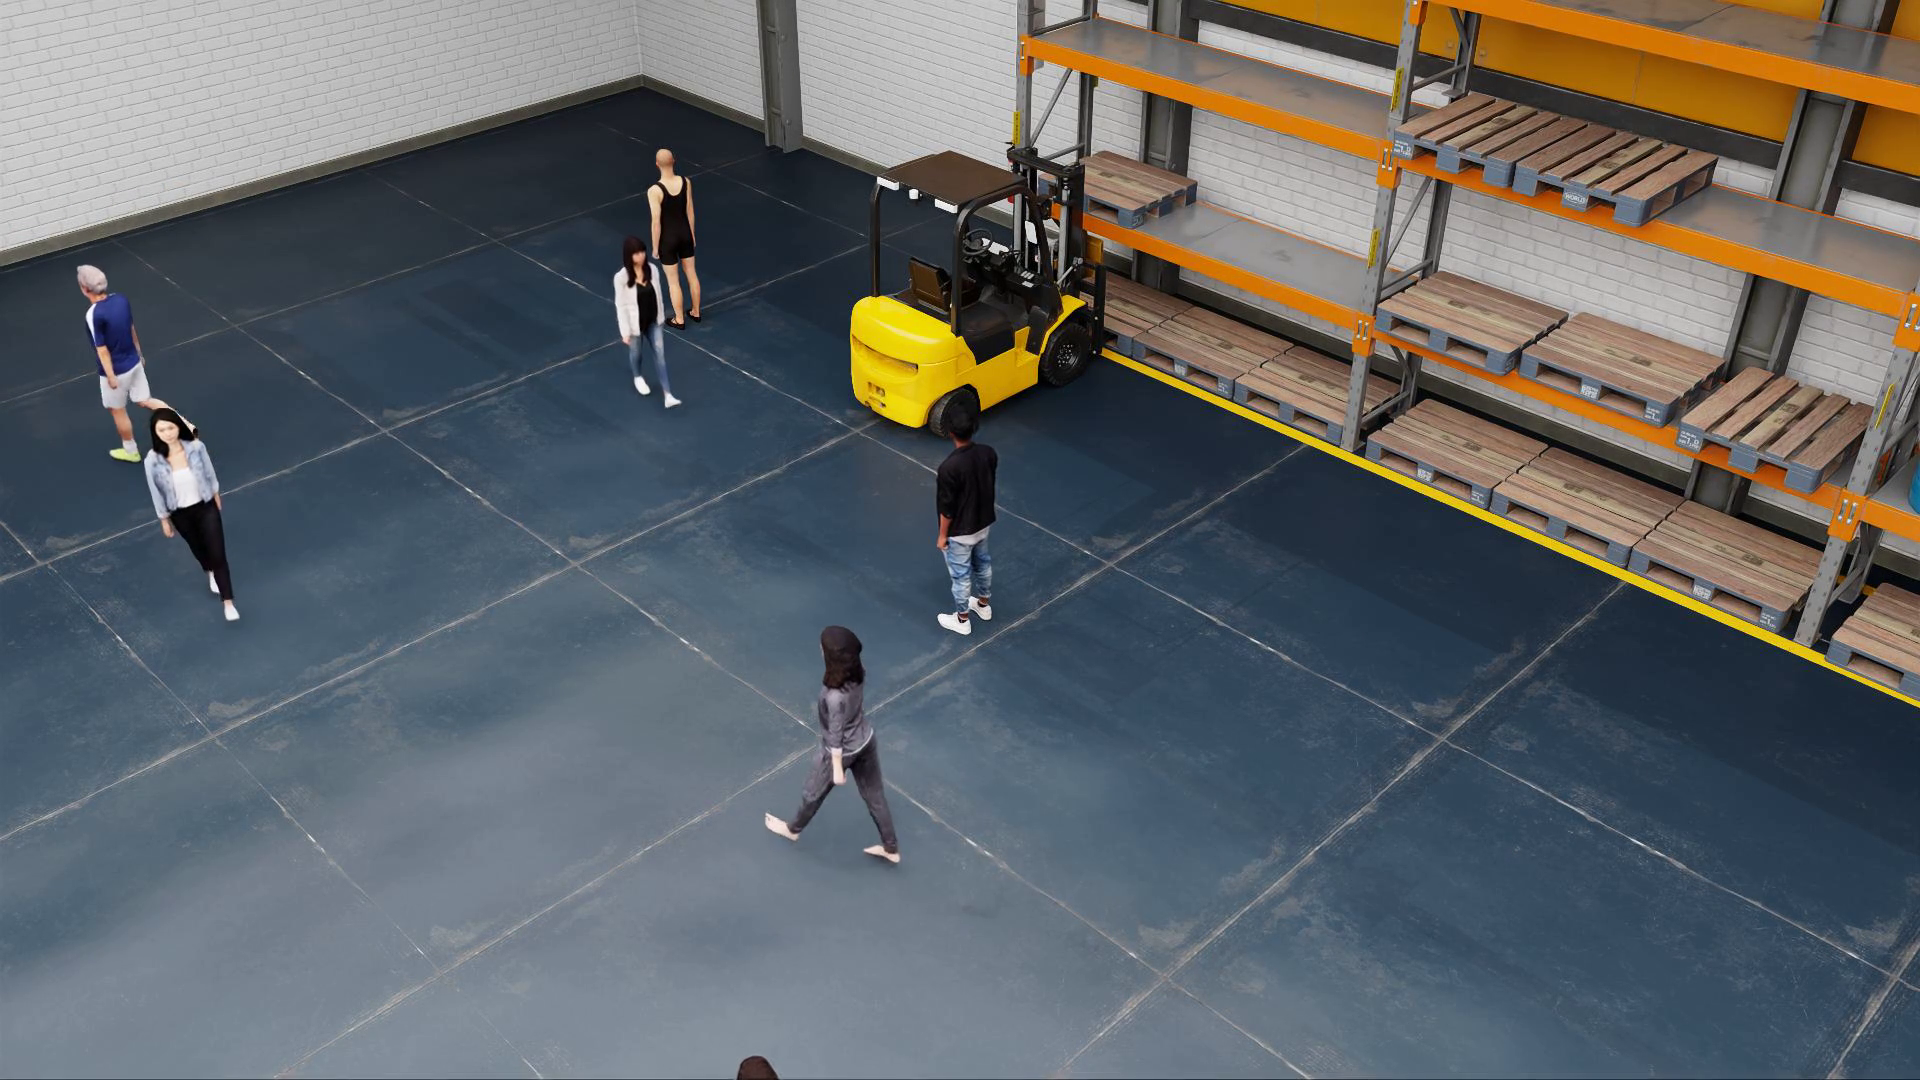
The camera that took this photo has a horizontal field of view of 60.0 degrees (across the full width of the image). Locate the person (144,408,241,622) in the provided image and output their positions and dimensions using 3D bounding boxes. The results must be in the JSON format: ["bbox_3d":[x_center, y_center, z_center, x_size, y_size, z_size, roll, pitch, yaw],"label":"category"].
[{"bbox_3d":[-5.712,-0.244,12.344,0.816,1.661,1.171,-18,37,-25],"label":"person"}]

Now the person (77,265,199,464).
[{"bbox_3d":[-6.997,-1.456,14.028,1.154,1.816,1.014,5,34,7],"label":"person"}]

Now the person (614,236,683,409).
[{"bbox_3d":[-2.909,-1.988,15.027,0.783,1.597,1.107,-20,38,-27],"label":"person"}]

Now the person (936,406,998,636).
[{"bbox_3d":[0.055,-0.138,12.054,0.685,1.805,0.582,-27,42,-35],"label":"person"}]

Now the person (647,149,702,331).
[{"bbox_3d":[-2.781,-2.938,16.259,0.638,1.814,0.502,-27,42,-35],"label":"person"}]

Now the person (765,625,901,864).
[{"bbox_3d":[-0.589,1.289,9.981,1.190,1.724,0.856,15,36,21],"label":"person"}]
